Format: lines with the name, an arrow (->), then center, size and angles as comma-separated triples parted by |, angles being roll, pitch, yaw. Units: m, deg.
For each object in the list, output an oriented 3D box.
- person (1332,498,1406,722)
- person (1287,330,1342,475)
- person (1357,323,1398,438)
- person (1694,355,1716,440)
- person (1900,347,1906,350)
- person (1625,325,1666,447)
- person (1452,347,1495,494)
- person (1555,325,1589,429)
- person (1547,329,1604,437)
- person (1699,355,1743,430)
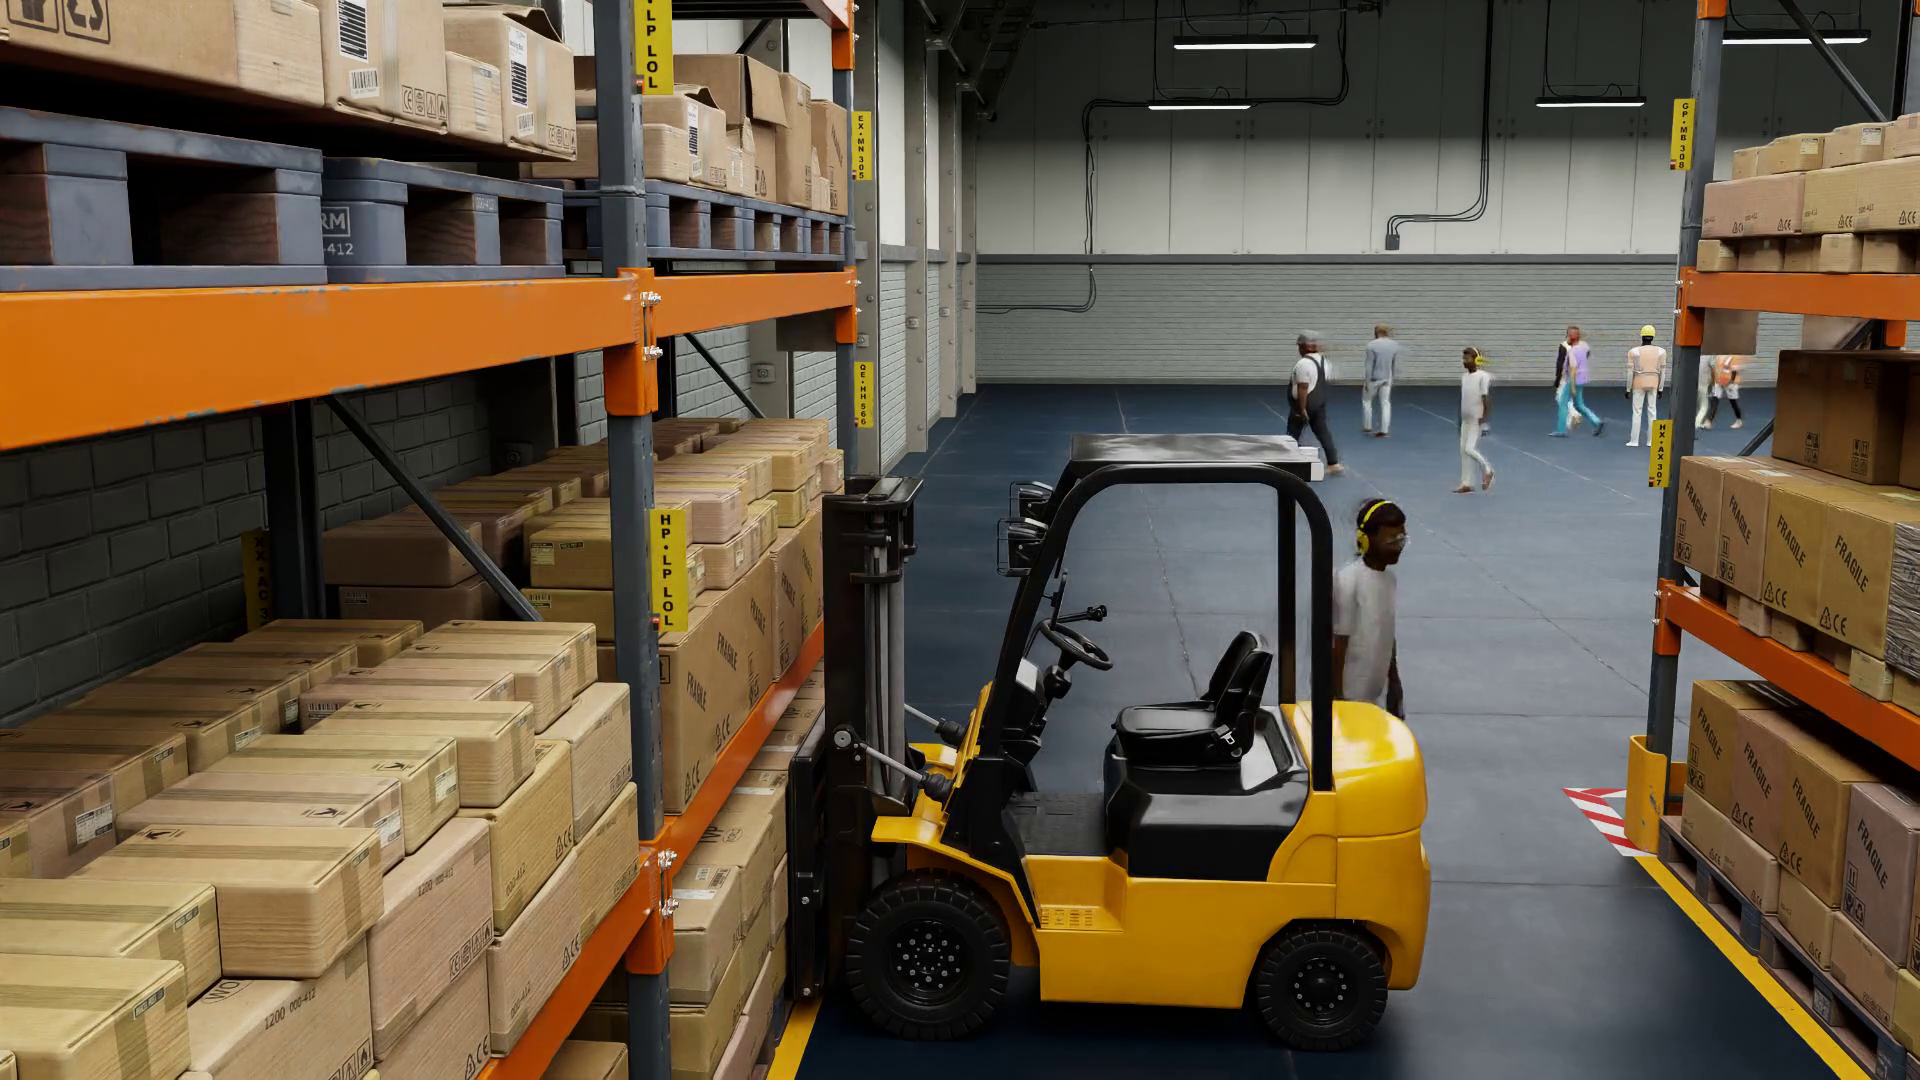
person -> 1.870, 0.725, 7.446 | 0.591, 1.838, 0.550 | 6, 11, 34
person -> 4.812, -1.912, 22.830 | 0.682, 2.000, 1.032 | -8, 12, -40
person -> 6.958, -2.675, 27.830 | 0.650, 1.911, 0.747 | -4, 10, -22
person -> 12.043, -2.529, 27.143 | 0.580, 1.848, 0.445 | 9, 13, 43
person -> 13.141, -1.961, 23.609 | 0.566, 1.887, 0.999 | -5, 10, -26
person -> 10.796, -2.417, 26.230 | 0.588, 1.927, 0.371 | 1, 9, 4
person -> 6.447, -1.496, 20.858 | 0.459, 1.856, 0.557 | -4, 10, -21
person -> 10.674, -2.817, 28.955 | 0.637, 1.831, 0.566 | -4, 10, -23
person -> 10.272, -2.598, 27.656 | 0.811, 1.822, 0.575 | 8, 12, 40
person -> 13.387, -2.746, 29.066 | 0.888, 1.653, 0.541 | -4, 10, -21
